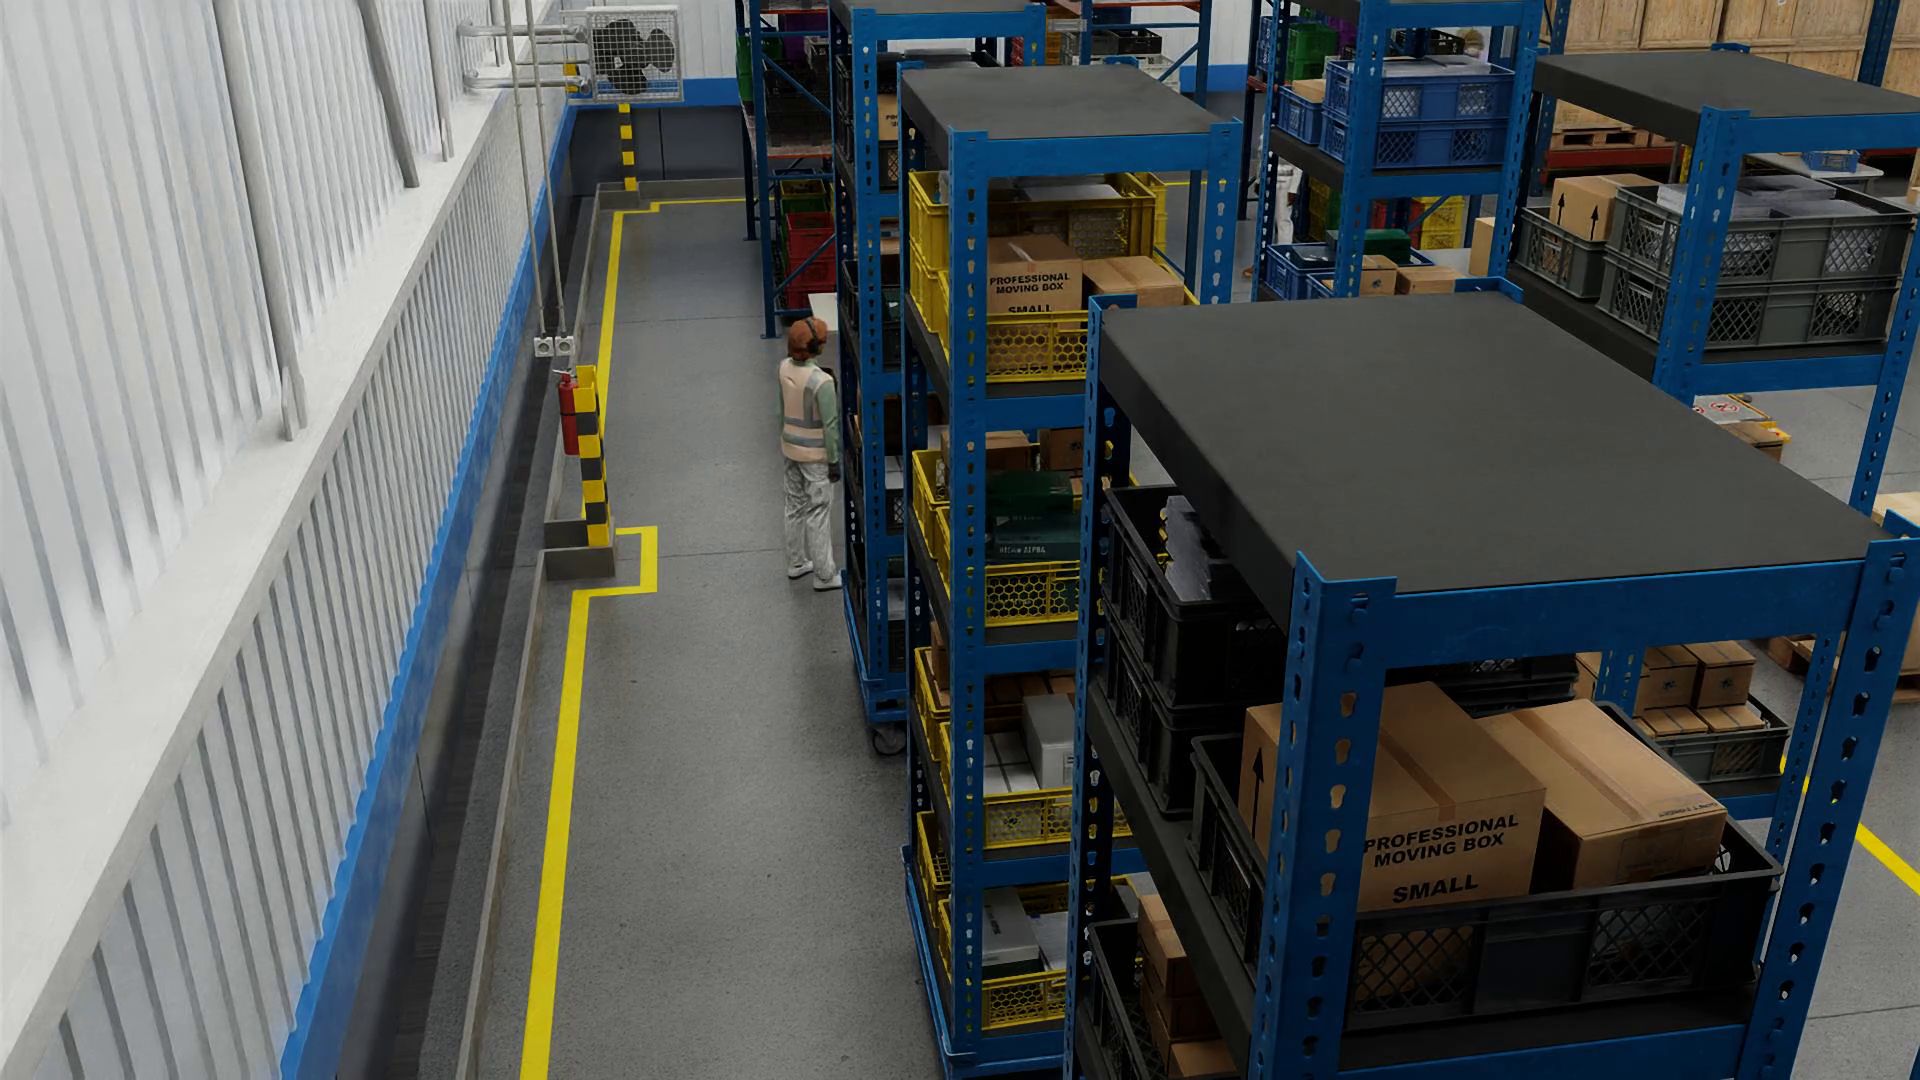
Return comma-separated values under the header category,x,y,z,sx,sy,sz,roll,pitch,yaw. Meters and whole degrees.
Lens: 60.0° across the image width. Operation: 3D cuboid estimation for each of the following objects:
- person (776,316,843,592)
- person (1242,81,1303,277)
category,x,y,z,sx,sy,sz,roll,pitch,yaw
person,-0.879,-0.501,9.724,0.314,1.641,0.515,-20,31,-36
person,2.983,-3.364,15.661,0.360,1.886,0.574,-13,28,-26
